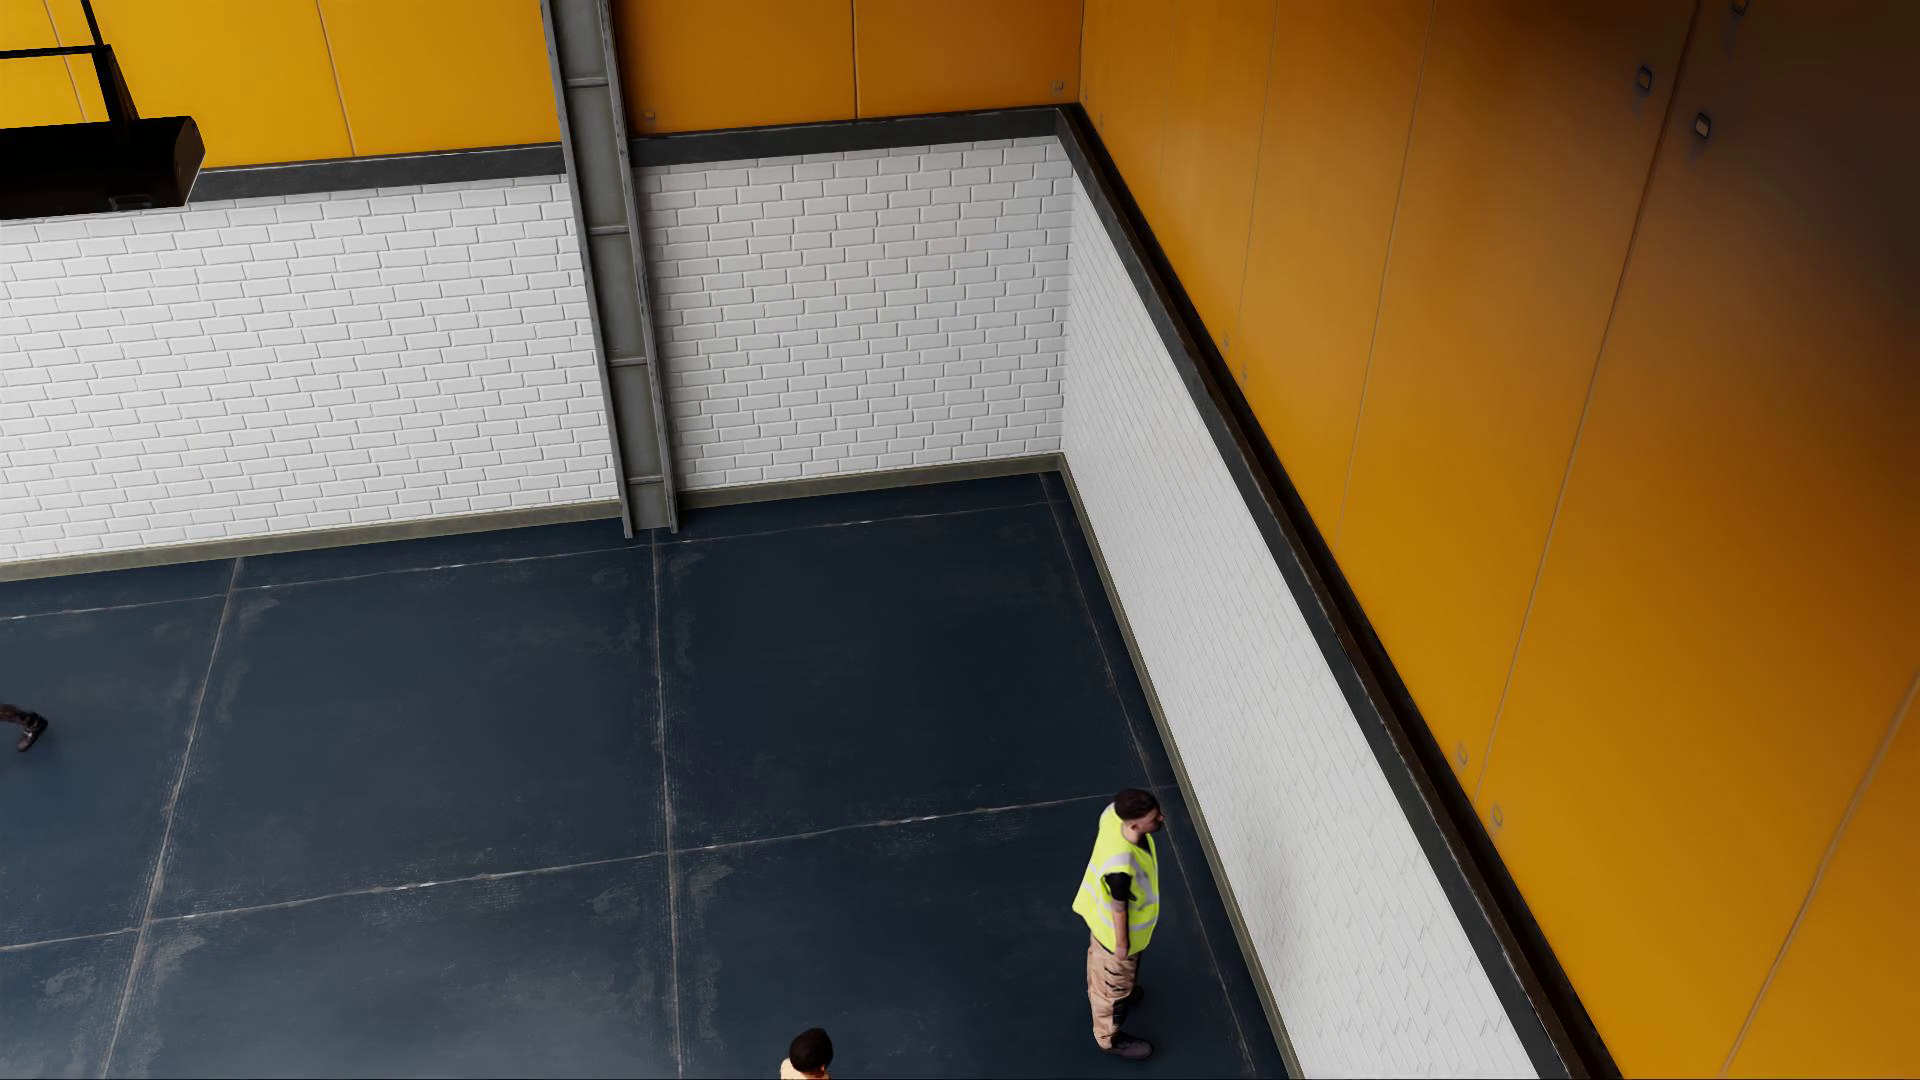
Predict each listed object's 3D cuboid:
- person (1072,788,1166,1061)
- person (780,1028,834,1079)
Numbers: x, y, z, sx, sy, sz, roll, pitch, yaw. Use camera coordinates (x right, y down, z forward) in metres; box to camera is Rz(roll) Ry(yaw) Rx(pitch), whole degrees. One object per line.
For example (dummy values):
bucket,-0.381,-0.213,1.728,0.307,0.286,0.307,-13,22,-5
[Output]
person,0.832,1.905,8.479,0.756,1.845,0.755,1,39,1
person,-0.712,2.792,7.695,0.931,1.436,0.993,24,44,27
